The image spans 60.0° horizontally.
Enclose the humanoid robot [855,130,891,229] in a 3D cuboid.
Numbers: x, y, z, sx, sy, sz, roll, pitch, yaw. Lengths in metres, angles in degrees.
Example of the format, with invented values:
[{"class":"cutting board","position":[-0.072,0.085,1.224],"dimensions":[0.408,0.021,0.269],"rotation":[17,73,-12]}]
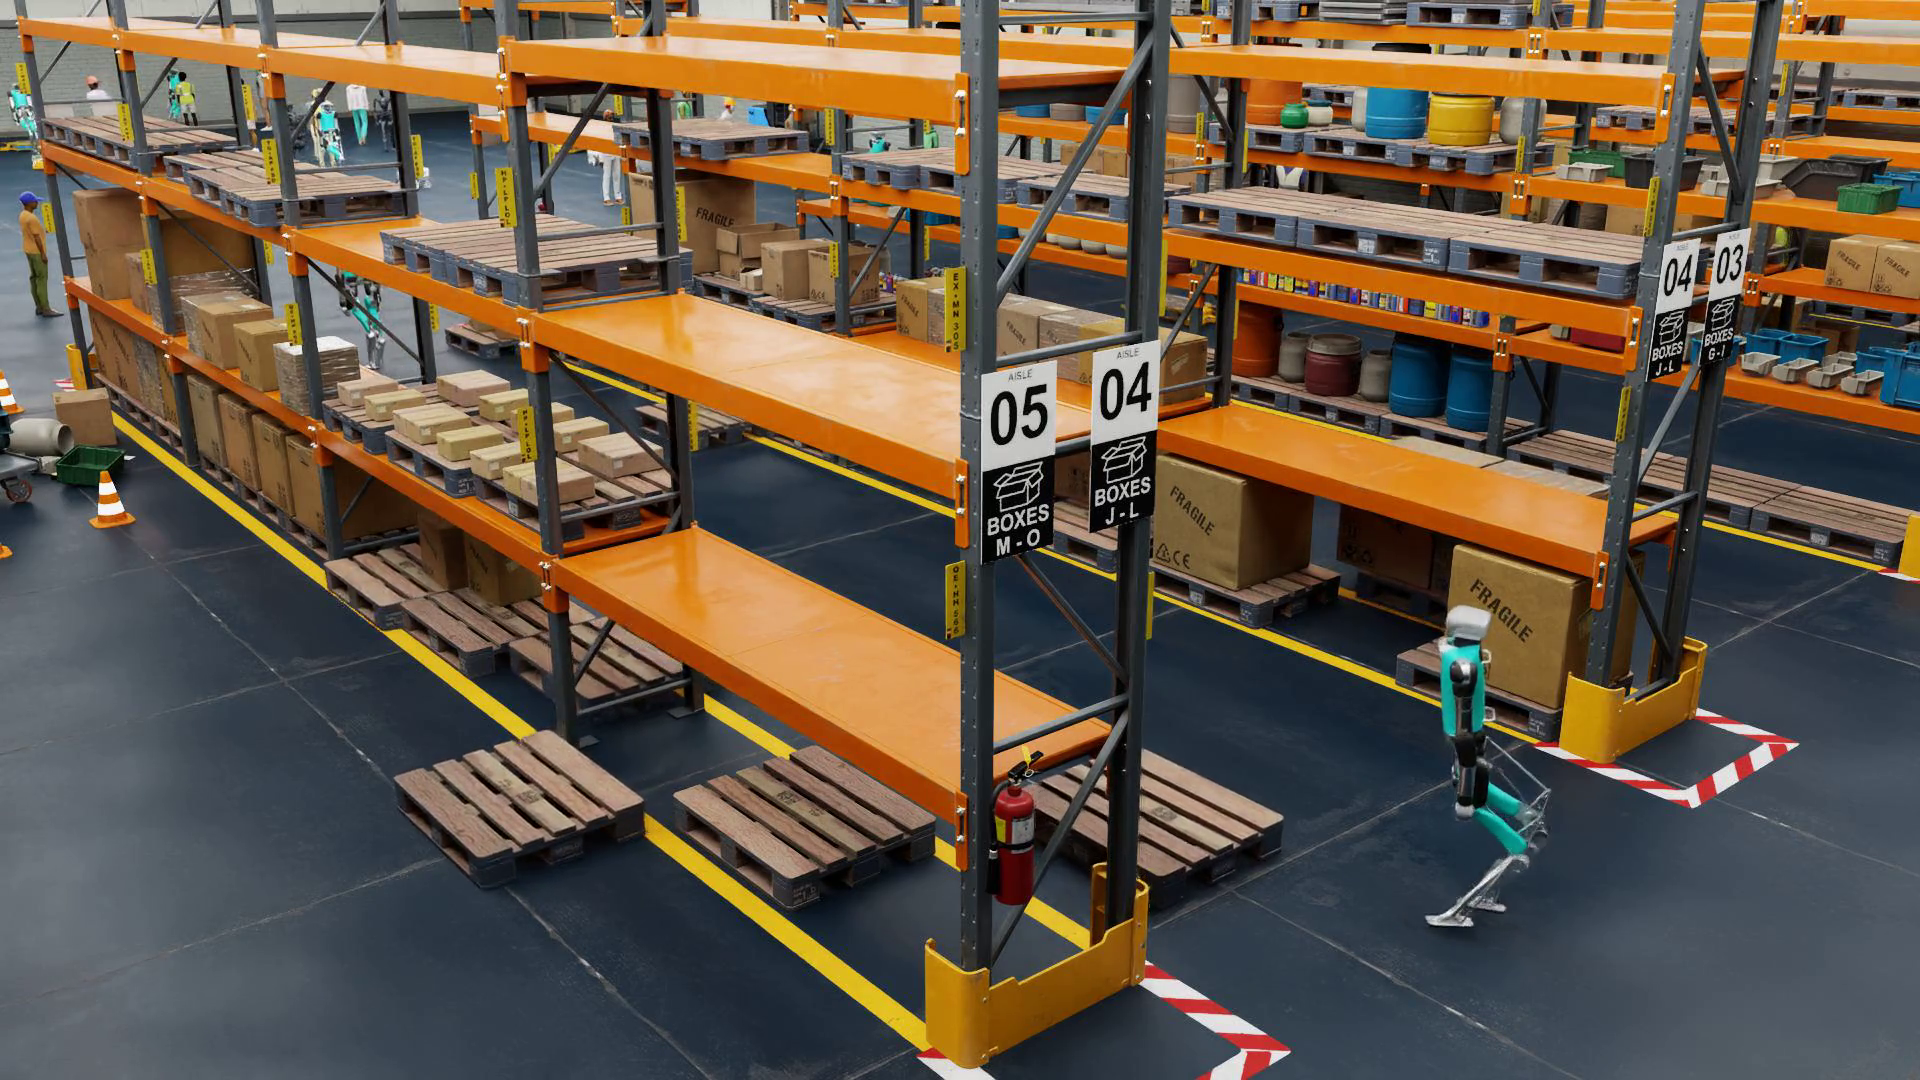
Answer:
[{"class":"humanoid robot","position":[-1.712,-6.565,30.535],"dimensions":[0.853,1.857,0.549],"rotation":[-16,25,-38]}]

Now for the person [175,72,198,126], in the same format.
[{"class":"person","position":[-21.748,-12.294,46.766],"dimensions":[0.322,1.696,0.534],"rotation":[18,26,41]}]

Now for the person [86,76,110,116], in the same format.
[{"class":"person","position":[-21.089,-10.400,40.963],"dimensions":[0.986,1.995,0.648],"rotation":[11,22,29]}]

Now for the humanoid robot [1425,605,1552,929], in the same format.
[{"class":"humanoid robot","position":[2.713,1.184,8.307],"dimensions":[0.774,1.738,0.530],"rotation":[4,20,12]}]

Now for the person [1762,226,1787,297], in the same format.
[{"class":"person","position":[10.604,-3.582,22.004],"dimensions":[0.535,1.681,0.502],"rotation":[-15,24,-37]}]

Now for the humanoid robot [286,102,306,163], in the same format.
[{"class":"humanoid robot","position":[-15.107,-9.118,37.811],"dimensions":[0.662,1.621,0.609],"rotation":[3,20,8]}]

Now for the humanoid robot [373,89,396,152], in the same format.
[{"class":"humanoid robot","position":[-14.651,-10.752,42.511],"dimensions":[0.601,1.644,0.771],"rotation":[-3,20,-9]}]

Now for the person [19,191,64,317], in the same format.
[{"class":"person","position":[-12.736,-3.952,22.998],"dimensions":[0.455,1.717,0.351],"rotation":[17,26,40]}]

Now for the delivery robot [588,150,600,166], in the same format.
[{"class":"delivery robot","position":[-8.642,-9.262,39.840],"dimensions":[0.499,0.579,0.753],"rotation":[-12,23,-31]}]

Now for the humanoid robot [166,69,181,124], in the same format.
[{"class":"humanoid robot","position":[-22.138,-12.295,46.769],"dimensions":[0.534,1.826,0.671],"rotation":[8,21,21]}]

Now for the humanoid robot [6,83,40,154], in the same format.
[{"class":"humanoid robot","position":[-23.475,-10.568,41.848],"dimensions":[0.773,1.792,0.537],"rotation":[16,25,38]}]

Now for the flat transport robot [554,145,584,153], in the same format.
[{"class":"flat transport robot","position":[-9.763,-10.124,42.748],"dimensions":[0.659,0.231,1.431],"rotation":[11,22,28]}]

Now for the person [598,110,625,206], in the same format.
[{"class":"person","position":[-6.988,-7.652,33.300],"dimensions":[0.352,1.878,0.564],"rotation":[18,26,42]}]

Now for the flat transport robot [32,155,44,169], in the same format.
[{"class":"flat transport robot","position":[-21.702,-9.008,39.573],"dimensions":[0.659,0.231,1.431],"rotation":[-10,22,-26]}]

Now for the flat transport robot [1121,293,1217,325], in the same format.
[{"class":"flat transport robot","position":[2.945,-3.211,23.075],"dimensions":[0.659,0.231,1.431],"rotation":[-13,23,-33]}]

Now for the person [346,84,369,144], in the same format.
[{"class":"person","position":[-15.863,-11.368,43.830],"dimensions":[0.501,1.896,0.760],"rotation":[-5,20,-14]}]

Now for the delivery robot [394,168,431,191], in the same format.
[{"class":"delivery robot","position":[-11.718,-7.757,35.592],"dimensions":[0.499,0.601,0.783],"rotation":[7,21,20]}]

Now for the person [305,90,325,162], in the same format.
[{"class":"person","position":[-15.522,-10.018,40.245],"dimensions":[0.540,1.721,0.761],"rotation":[-9,21,-25]}]

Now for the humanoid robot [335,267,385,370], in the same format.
[{"class":"humanoid robot","position":[-7.012,-2.803,19.712],"dimensions":[0.757,1.804,0.537],"rotation":[18,26,41]}]

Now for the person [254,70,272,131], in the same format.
[{"class":"person","position":[-19.938,-12.686,47.621],"dimensions":[0.398,1.874,0.500],"rotation":[-2,19,-6]}]

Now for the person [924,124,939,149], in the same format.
[{"class":"person","position":[-0.592,-7.539,33.193],"dimensions":[0.477,1.733,0.316],"rotation":[16,25,38]}]

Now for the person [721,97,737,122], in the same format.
[{"class":"person","position":[-5.164,-8.861,36.783],"dimensions":[0.887,1.860,0.555],"rotation":[4,20,12]}]

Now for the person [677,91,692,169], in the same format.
[{"class":"person","position":[-6.314,-9.435,38.214],"dimensions":[0.383,1.977,0.488],"rotation":[1,19,3]}]

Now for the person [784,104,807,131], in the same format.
[{"class":"person","position":[-3.599,-8.701,36.461],"dimensions":[0.569,1.745,0.424],"rotation":[-8,21,-21]}]

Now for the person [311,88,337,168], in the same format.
[{"class":"person","position":[-14.745,-9.510,38.570],"dimensions":[0.514,1.886,0.393],"rotation":[-14,24,-34]}]

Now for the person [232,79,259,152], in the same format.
[{"class":"person","position":[-18.099,-10.756,42.175],"dimensions":[0.795,1.843,0.410],"rotation":[8,21,21]}]

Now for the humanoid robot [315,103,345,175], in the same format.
[{"class":"humanoid robot","position":[-13.686,-8.666,36.427],"dimensions":[1.058,1.741,0.553],"rotation":[14,23,34]}]

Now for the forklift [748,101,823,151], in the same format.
[{"class":"forklift","position":[-4.526,-11.368,42.374],"dimensions":[1.129,2.768,1.873],"rotation":[-15,24,-37]}]

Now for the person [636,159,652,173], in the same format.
[{"class":"person","position":[-5.168,-5.803,27.962],"dimensions":[0.621,1.915,0.840],"rotation":[-1,19,-3]}]

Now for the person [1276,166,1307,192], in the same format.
[{"class":"person","position":[5.426,-5.552,27.385],"dimensions":[0.410,1.830,0.574],"rotation":[-18,26,-41]}]

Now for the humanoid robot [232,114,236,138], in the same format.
[{"class":"humanoid robot","position":[-15.105,-8.194,35.153],"dimensions":[0.562,1.645,0.599],"rotation":[-2,19,-6]}]

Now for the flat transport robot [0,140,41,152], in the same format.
[{"class":"flat transport robot","position":[-23.796,-10.119,42.735],"dimensions":[1.431,0.231,0.659],"rotation":[2,19,6]}]
